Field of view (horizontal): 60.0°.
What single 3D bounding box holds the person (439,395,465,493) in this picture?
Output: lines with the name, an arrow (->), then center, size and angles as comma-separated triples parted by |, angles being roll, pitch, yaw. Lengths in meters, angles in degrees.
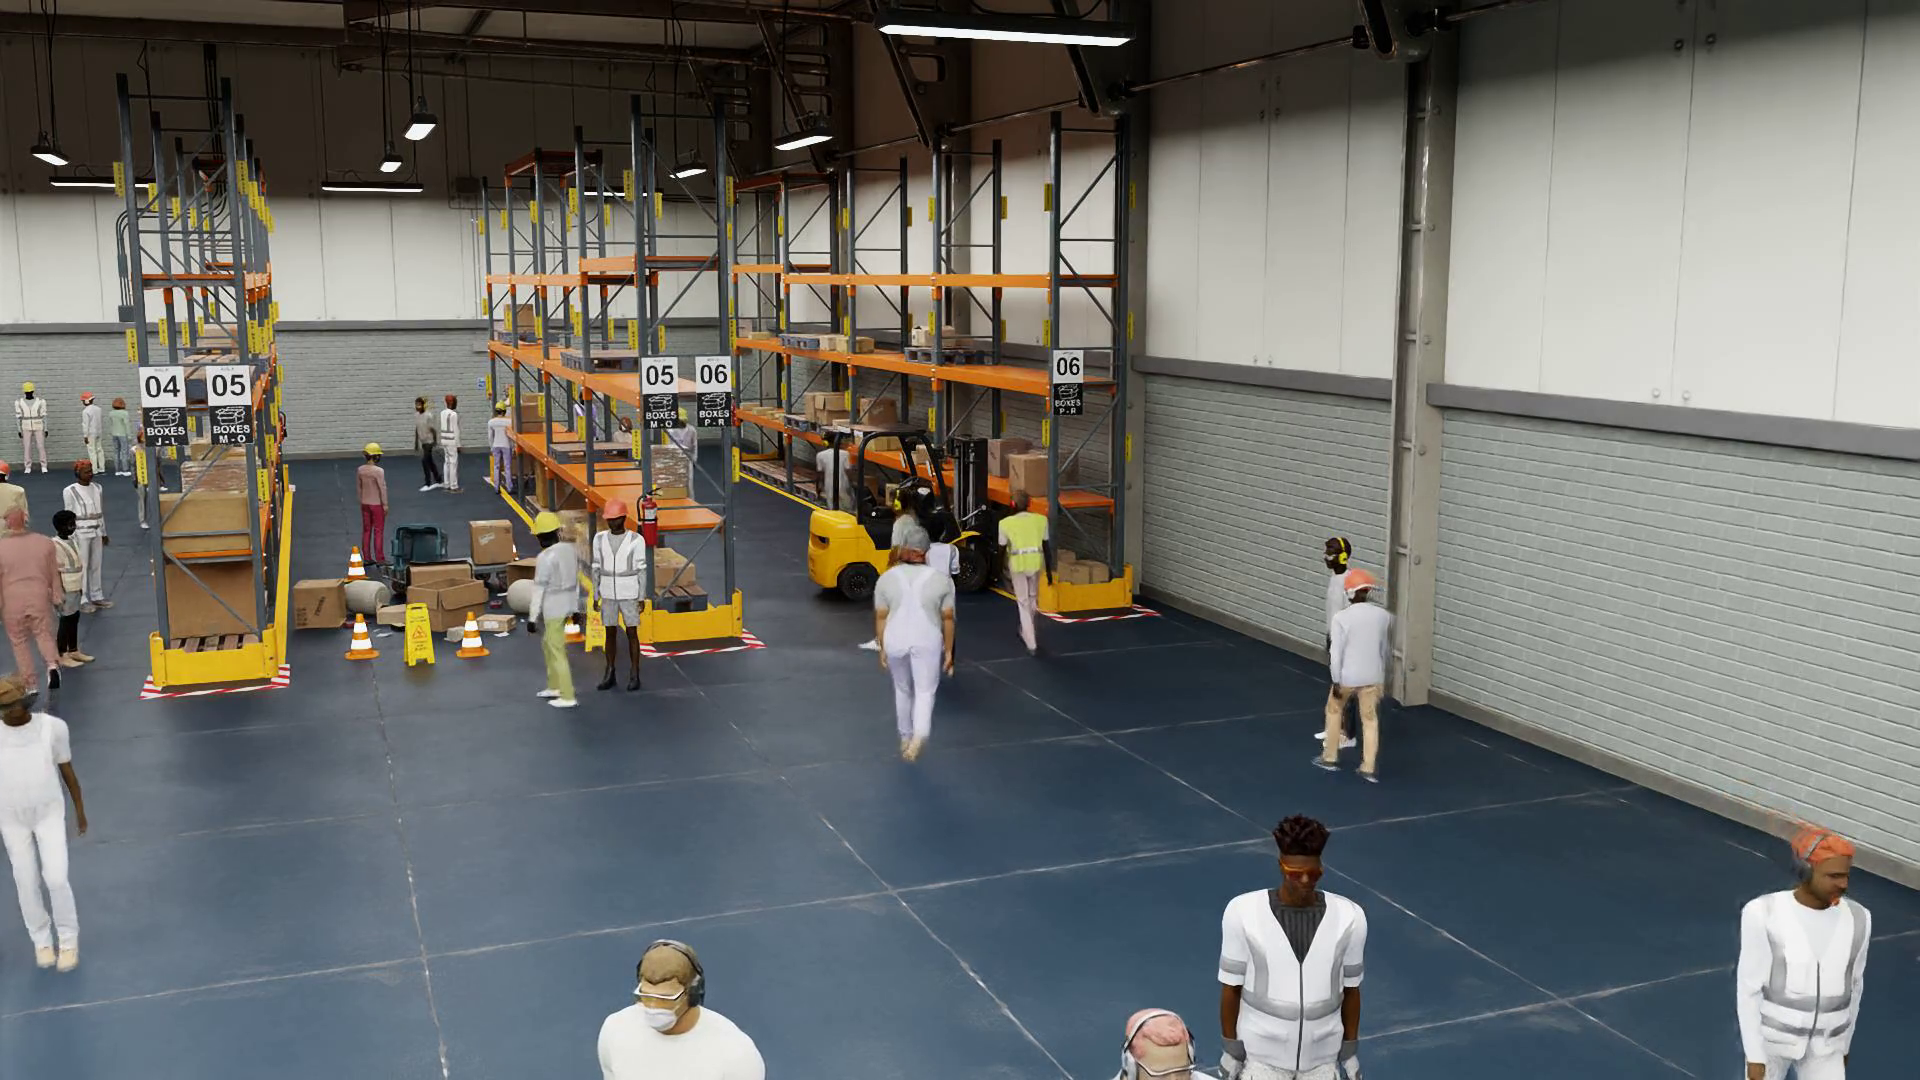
person -> -9.692, -1.829, 31.678 | 0.346, 1.879, 0.580 | -8, 12, -41

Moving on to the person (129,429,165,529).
person -> -13.308, -1.000, 27.231 | 0.312, 1.633, 0.519 | 8, 12, 40

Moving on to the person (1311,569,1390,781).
person -> 3.243, 1.090, 13.775 | 0.574, 1.724, 0.730 | -3, 9, -18

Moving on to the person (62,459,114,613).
person -> -10.743, -0.057, 20.496 | 0.345, 1.882, 0.584 | 2, 9, 14

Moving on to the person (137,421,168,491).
person -> -15.502, -1.742, 31.889 | 0.508, 1.632, 0.270 | 1, 9, 5

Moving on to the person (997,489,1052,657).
person -> 0.678, 0.336, 18.292 | 0.588, 1.791, 0.953 | -3, 9, -17

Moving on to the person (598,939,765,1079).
person -> -0.956, 2.272, 5.702 | 0.631, 1.932, 0.363 | 4, 10, 24

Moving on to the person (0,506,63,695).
person -> -9.160, 0.610, 16.292 | 0.659, 1.885, 0.499 | -9, 13, -44

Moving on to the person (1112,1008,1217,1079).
person -> 0.599, 2.365, 5.258 | 0.657, 1.894, 0.414 | -4, 10, -25

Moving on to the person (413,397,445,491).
person -> -10.243, -1.858, 32.104 | 0.529, 1.815, 0.679 | 7, 11, 36

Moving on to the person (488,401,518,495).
person -> -8.642, -1.735, 31.429 | 0.524, 1.770, 0.315 | 2, 9, 11

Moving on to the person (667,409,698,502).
person -> -4.906, -1.417, 29.368 | 0.596, 1.778, 0.942 | -2, 9, -14

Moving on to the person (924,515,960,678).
person -> -0.250, 0.590, 17.010 | 0.532, 1.699, 0.318 | -5, 10, -27

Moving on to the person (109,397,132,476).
person -> -17.347, -2.132, 34.375 | 0.502, 1.629, 0.286 | 3, 10, 20

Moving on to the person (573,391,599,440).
person -> -7.528, -2.088, 33.454 | 0.429, 1.835, 0.616 | 8, 12, 43

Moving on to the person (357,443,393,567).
person -> -8.323, -0.499, 23.651 | 0.533, 1.767, 0.325 | 5, 10, 29

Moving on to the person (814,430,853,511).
person -> -1.879, -0.713, 24.787 | 0.533, 1.829, 0.582 | -3, 9, -17

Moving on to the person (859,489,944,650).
person -> -0.617, 0.352, 18.148 | 0.971, 1.826, 0.539 | 2, 9, 11

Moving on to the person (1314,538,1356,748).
person -> 3.330, 0.894, 14.603 | 0.320, 1.861, 0.515 | -1, 9, -4

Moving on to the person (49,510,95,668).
person -> -9.414, 0.514, 17.528 | 0.320, 1.687, 0.541 | -2, 9, -10

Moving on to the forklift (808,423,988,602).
forklift -> -0.830, -0.399, 21.676 | 2.313, 2.155, 1.214 | -4, 10, -21

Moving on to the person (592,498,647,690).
person -> -3.400, 0.540, 16.572 | 0.552, 1.937, 0.356 | 1, 9, 6

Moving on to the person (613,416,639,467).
person -> -5.946, -1.385, 29.630 | 0.500, 1.636, 0.282 | 1, 9, 8

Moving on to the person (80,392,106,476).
person -> -17.959, -2.192, 34.381 | 0.349, 1.743, 0.563 | 1, 9, 4

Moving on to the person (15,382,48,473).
person -> -19.421, -2.346, 34.820 | 0.583, 1.917, 0.403 | -4, 10, -24

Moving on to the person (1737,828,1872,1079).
person -> 3.536, 2.112, 7.019 | 0.578, 1.838, 0.946 | 1, 9, 4

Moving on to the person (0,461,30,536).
person -> -12.325, -0.149, 21.489 | 0.559, 1.751, 0.326 | -4, 10, -23

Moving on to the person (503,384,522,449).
person -> -9.295, -2.285, 34.471 | 0.409, 1.903, 0.639 | 1, 9, 8

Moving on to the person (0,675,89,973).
person -> -5.467, 1.679, 9.807 | 0.576, 1.807, 0.582 | -4, 10, -26

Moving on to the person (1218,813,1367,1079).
person -> 1.358, 2.074, 6.831 | 0.606, 1.964, 0.367 | 0, 9, -1

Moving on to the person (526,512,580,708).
person -> -3.968, 0.666, 15.904 | 0.664, 1.892, 0.603 | 2, 9, 15

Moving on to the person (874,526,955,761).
person -> -0.396, 0.872, 14.159 | 0.692, 2.000, 0.865 | 2, 9, 10
